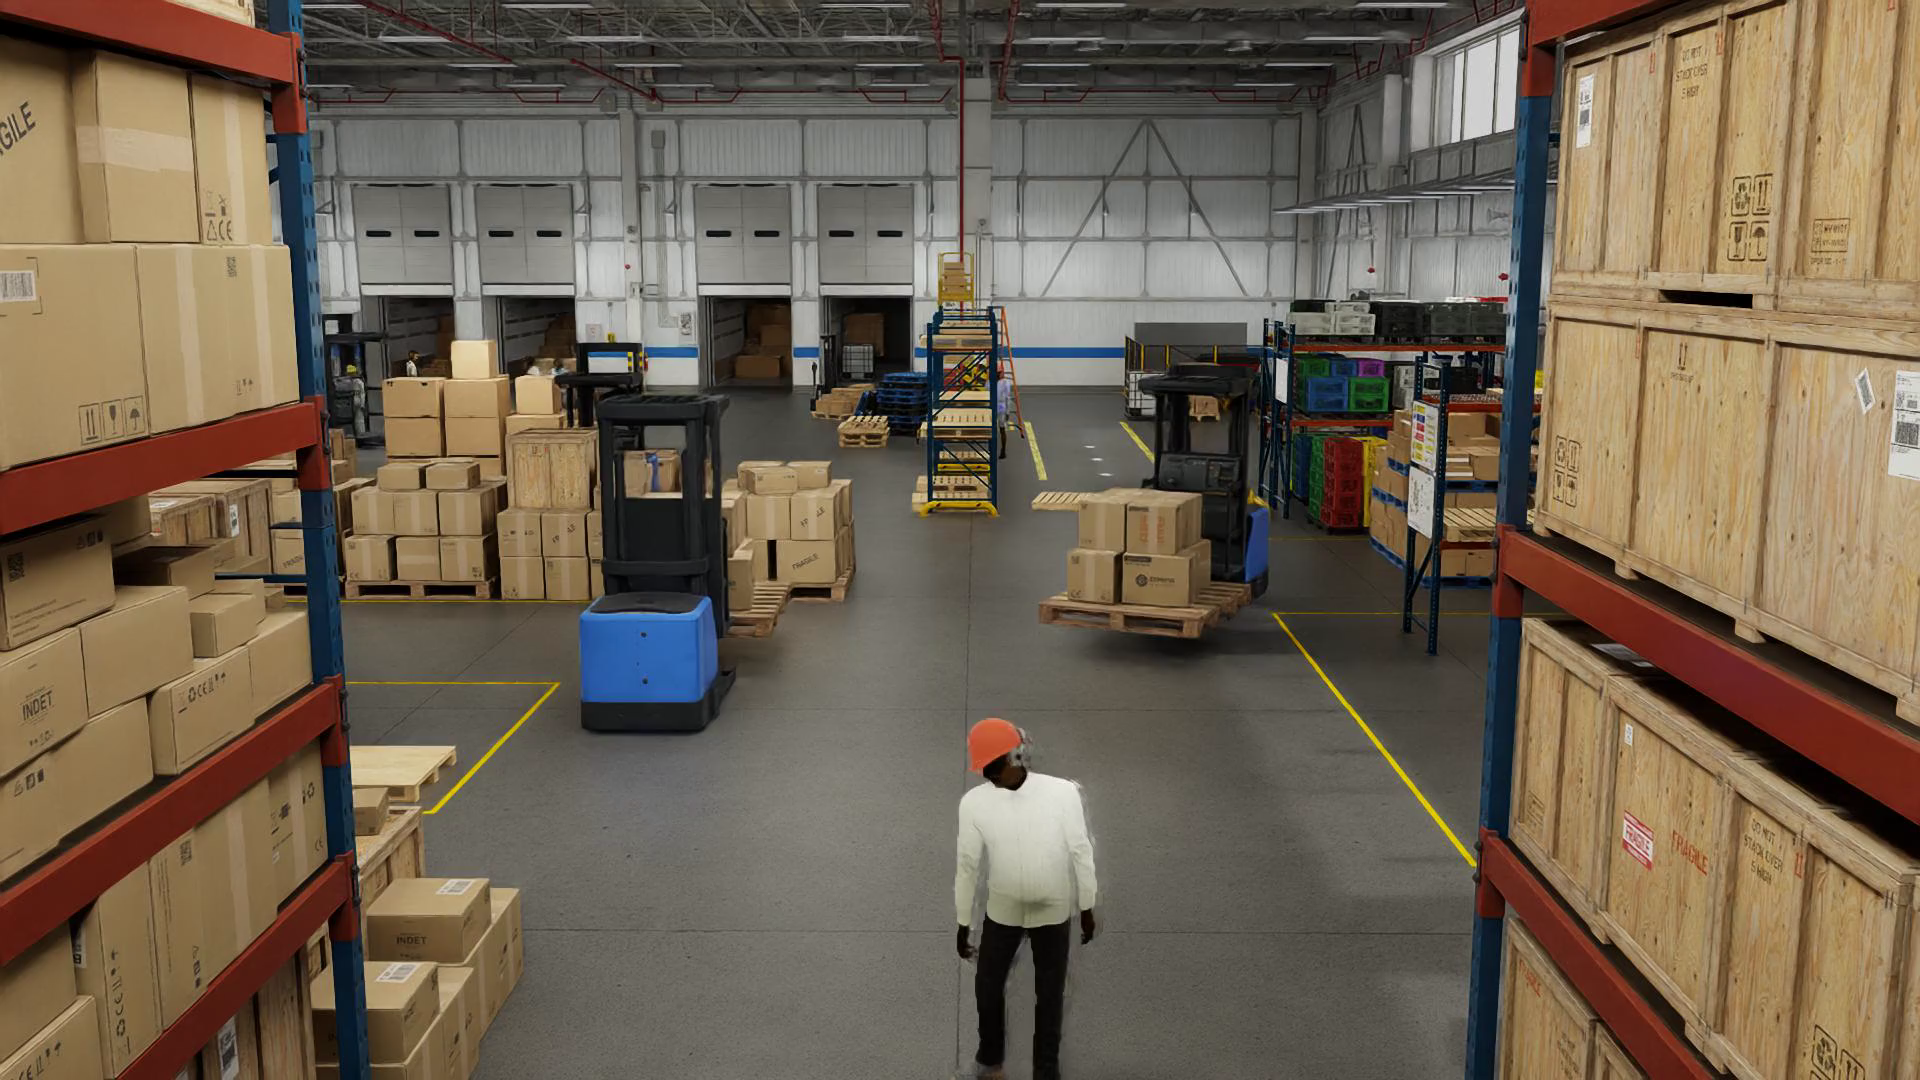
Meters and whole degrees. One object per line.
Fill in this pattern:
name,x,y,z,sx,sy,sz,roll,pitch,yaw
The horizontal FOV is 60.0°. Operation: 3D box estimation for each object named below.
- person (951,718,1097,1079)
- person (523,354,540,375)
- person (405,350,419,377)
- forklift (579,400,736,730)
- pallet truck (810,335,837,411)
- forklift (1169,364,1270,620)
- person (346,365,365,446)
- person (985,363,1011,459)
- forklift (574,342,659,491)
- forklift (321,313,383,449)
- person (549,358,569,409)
person,0.300,1.798,8.047,0.720,1.948,0.421,1,10,6
person,-9.353,-3.090,36.291,0.436,1.920,0.649,-2,10,-10
person,-12.873,-3.547,39.171,0.345,1.840,0.504,-6,11,-30
forklift,-2.722,0.141,14.888,1.129,2.768,1.873,0,10,1
pallet truck,-3.021,-4.312,43.126,1.885,1.965,0.823,3,10,17
forklift,2.907,-0.646,19.429,1.129,2.768,1.873,5,11,25
person,-12.950,-2.868,35.530,0.492,1.744,0.295,3,10,18
person,0.737,-2.593,33.379,0.550,1.935,0.375,4,11,22
forklift,-5.084,-1.487,24.283,1.129,2.768,1.873,0,10,1
forklift,-13.290,-3.411,35.384,1.873,2.768,1.129,4,10,20
person,-9.651,-3.610,40.207,0.523,1.611,0.781,1,10,4
